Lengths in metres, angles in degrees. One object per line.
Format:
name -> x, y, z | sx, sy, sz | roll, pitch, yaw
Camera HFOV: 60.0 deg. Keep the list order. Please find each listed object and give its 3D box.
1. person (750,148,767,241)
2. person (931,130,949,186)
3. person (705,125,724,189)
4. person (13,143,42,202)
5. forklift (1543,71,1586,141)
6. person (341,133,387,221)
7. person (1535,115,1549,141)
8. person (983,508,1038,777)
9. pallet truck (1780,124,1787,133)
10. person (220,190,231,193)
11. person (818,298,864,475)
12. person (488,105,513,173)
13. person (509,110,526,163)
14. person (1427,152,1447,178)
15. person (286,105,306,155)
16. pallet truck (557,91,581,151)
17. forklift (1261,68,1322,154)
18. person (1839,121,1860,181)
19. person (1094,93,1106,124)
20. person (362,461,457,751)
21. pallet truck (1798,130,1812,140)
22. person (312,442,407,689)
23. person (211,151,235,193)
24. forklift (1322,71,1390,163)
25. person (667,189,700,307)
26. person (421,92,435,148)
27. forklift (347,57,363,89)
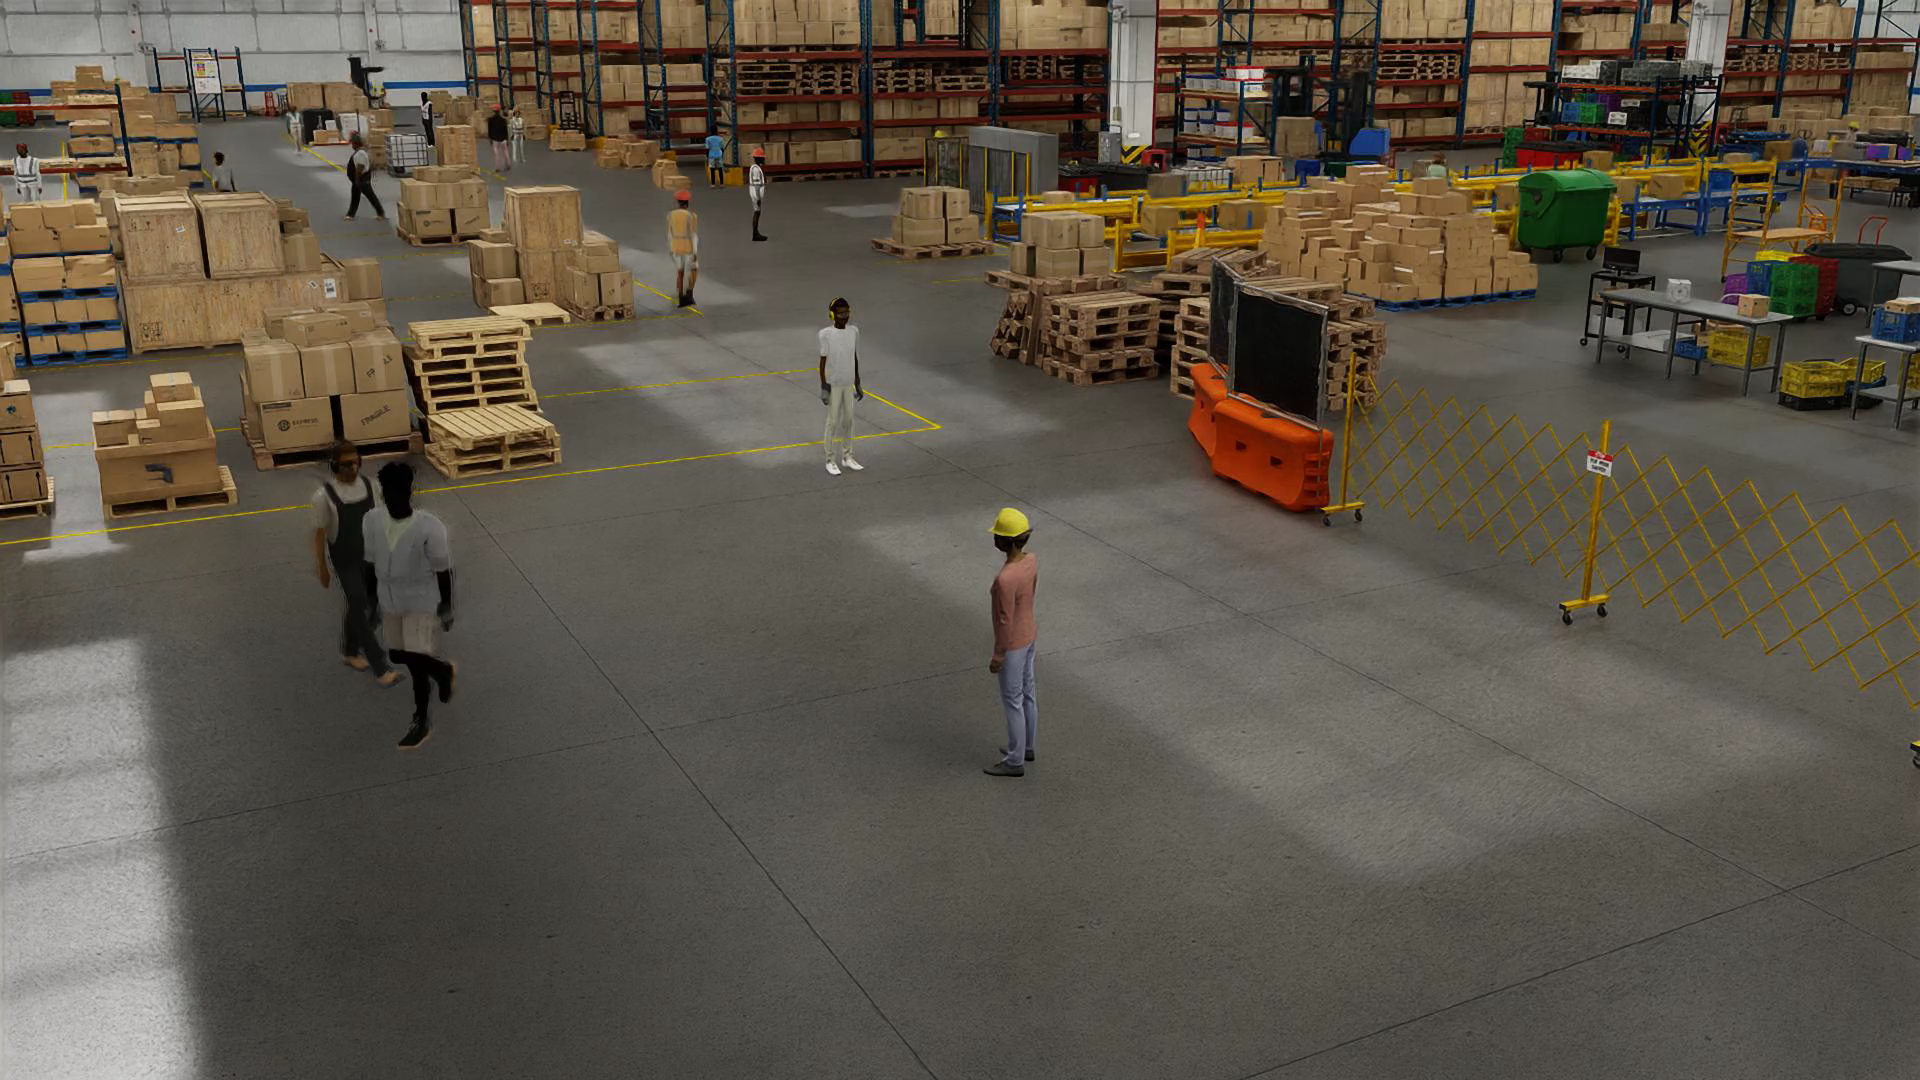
person -> -4.237, -7.272, 35.051 | 0.388, 1.929, 0.539 | -3, 18, -9
person -> -0.516, -9.300, 41.536 | 0.430, 1.814, 0.601 | -11, 21, -31
person -> -6.640, -10.376, 45.092 | 0.532, 1.696, 0.319 | -10, 20, -28
person -> -20.751, -7.894, 37.074 | 0.574, 1.876, 0.356 | 0, 18, 0
forklift -> 18.685, -13.231, 52.085 | 1.873, 2.768, 1.129 | -9, 20, -26
person -> -13.797, -8.391, 38.347 | 1.008, 2.000, 0.692 | -8, 19, -22
person -> 17.490, -11.932, 49.966 | 0.715, 1.679, 0.523 | -10, 20, -27
person -> 0.328, 0.649, 10.607 | 0.311, 1.769, 0.522 | 7, 19, 21
pallet truck -> 25.206, -12.542, 52.601 | 1.601, 1.201, 0.680 | 0, 18, -2
person -> -12.033, -4.795, 27.363 | 0.395, 1.911, 0.588 | 2, 18, 7
person -> -1.246, -1.626, 17.532 | 0.526, 1.871, 0.324 | -14, 23, -37
person -> -13.768, -12.015, 49.792 | 0.647, 1.942, 0.990 | 1, 18, 5
person -> -14.055, -12.828, 52.832 | 0.307, 1.637, 0.511 | 16, 24, 41
person -> 10.732, -7.923, 37.538 | 0.372, 1.624, 0.510 | -9, 20, -26
person -> -22.147, -13.679, 55.490 | 0.470, 1.621, 0.531 | 13, 22, 36
pallet truck -> -13.495, -14.412, 57.188 | 0.823, 1.965, 1.885 | -3, 18, -9
forklift -> 11.059, -14.182, 55.048 | 1.129, 2.768, 1.873 | -9, 20, -27
person -> 24.525, -10.642, 45.816 | 0.554, 1.749, 0.407 | -15, 23, -38
person -> 5.736, -17.675, 67.965 | 0.535, 1.621, 0.343 | 1, 18, 4
person -> -3.657, 0.375, 11.173 | 0.612, 1.942, 0.776 | 6, 19, 18
pallet truck -> 25.526, -11.556, 49.408 | 1.630, 1.274, 0.653 | -9, 20, -26
person -> -4.316, 0.173, 12.040 | 0.961, 1.795, 0.517 | 12, 21, 33
person -> -15.540, -7.290, 35.236 | 0.725, 1.851, 0.517 | 9, 20, 27
forklift -> 12.520, -13.260, 52.173 | 1.873, 2.768, 1.129 | 8, 19, 23
person -> -4.516, -4.773, 27.271 | 0.553, 1.922, 0.419 | 5, 19, 16
person -> -18.685, -14.752, 58.392 | 0.588, 1.911, 0.396 | 16, 24, 41
forklift -> -24.244, -17.999, 66.949 | 1.873, 2.768, 1.129 | -4, 18, -11
